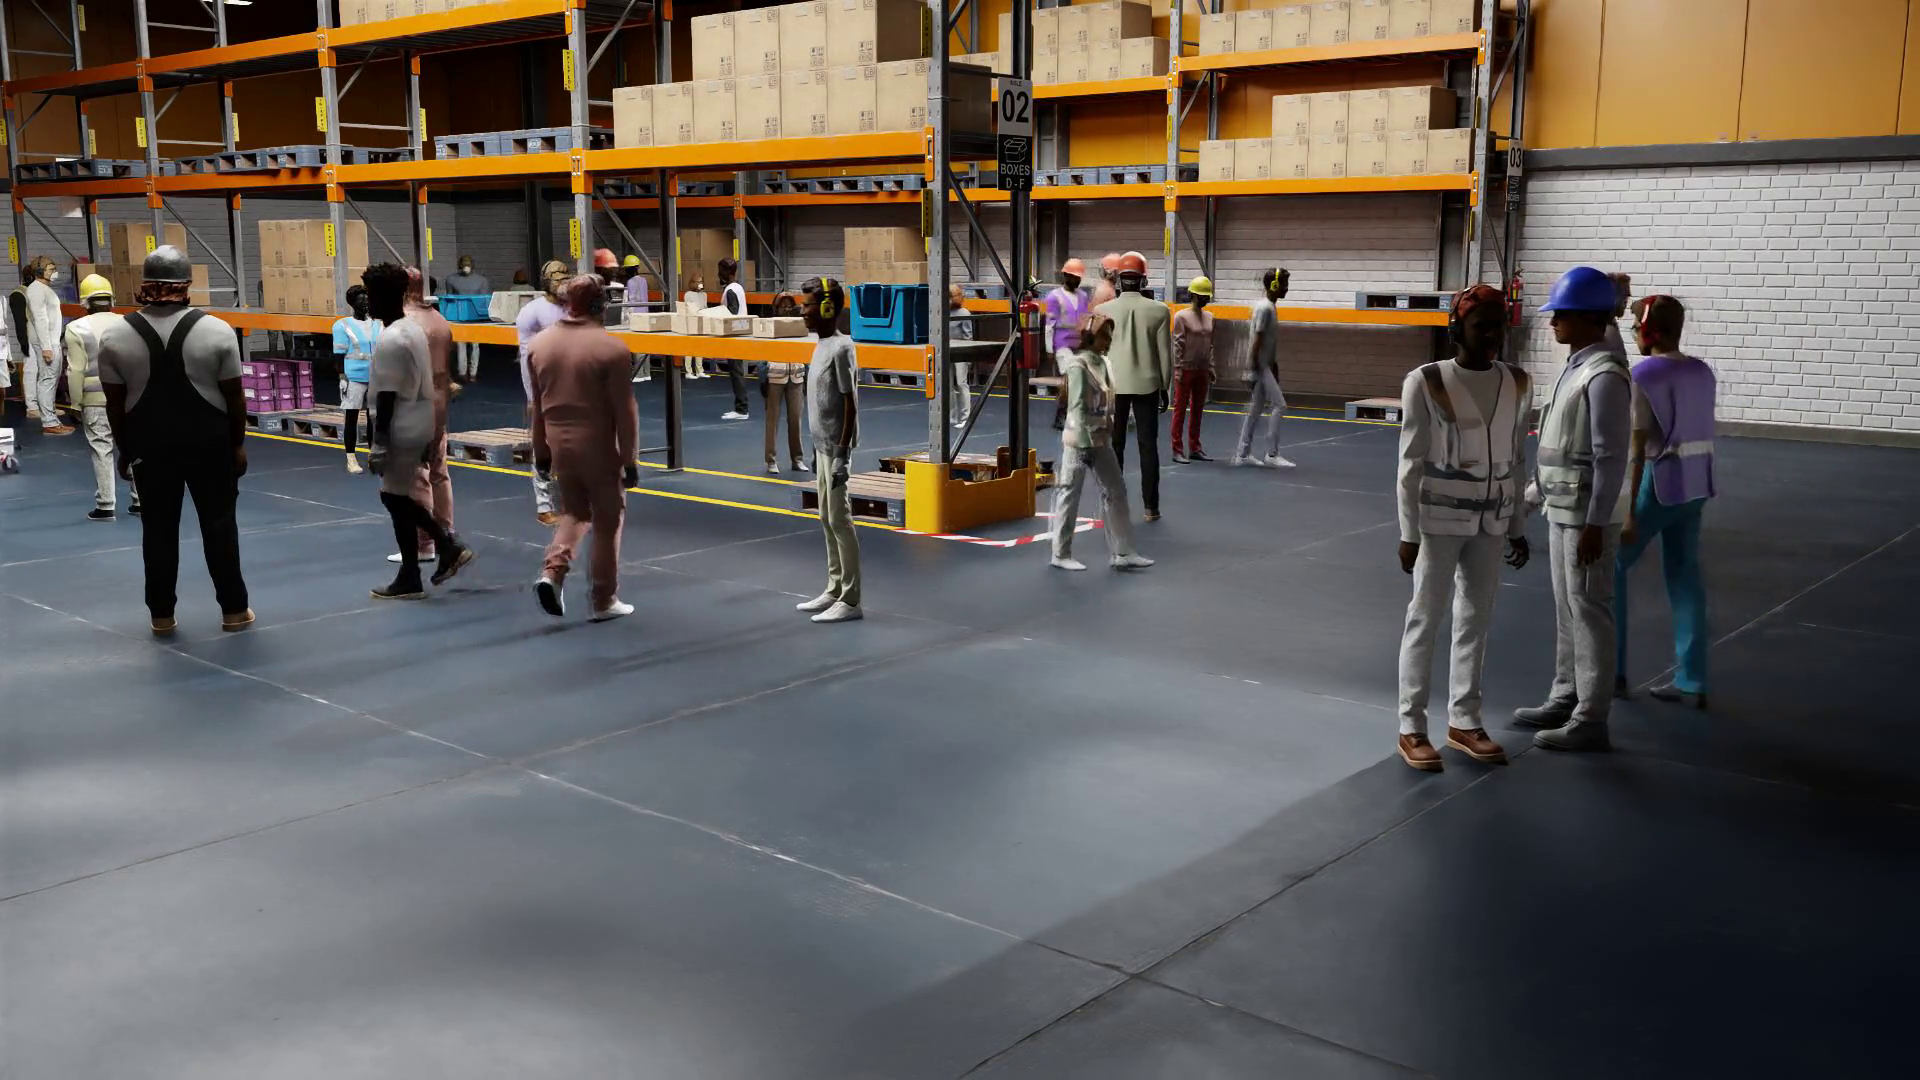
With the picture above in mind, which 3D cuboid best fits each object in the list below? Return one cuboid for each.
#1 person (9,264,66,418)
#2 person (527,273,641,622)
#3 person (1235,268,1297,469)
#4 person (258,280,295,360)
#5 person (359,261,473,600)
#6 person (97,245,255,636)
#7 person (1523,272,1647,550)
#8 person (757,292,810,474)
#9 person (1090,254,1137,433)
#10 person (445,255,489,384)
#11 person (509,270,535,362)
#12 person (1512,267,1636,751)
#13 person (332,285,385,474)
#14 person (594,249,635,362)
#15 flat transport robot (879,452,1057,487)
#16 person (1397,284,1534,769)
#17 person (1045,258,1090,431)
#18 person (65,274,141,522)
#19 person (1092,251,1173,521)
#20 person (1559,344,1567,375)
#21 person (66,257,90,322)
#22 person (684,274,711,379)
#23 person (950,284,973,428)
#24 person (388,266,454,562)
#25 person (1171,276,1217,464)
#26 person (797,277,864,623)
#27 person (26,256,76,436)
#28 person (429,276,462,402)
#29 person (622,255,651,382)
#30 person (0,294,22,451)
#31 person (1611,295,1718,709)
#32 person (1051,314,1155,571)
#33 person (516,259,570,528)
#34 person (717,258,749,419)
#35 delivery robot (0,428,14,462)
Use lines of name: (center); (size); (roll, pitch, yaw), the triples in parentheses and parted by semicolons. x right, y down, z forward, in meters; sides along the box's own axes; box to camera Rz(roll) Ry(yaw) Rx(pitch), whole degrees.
person: (-11.042, -2.378, 19.929); (0.430, 1.835, 0.619); (2, 10, 11)
person: (-2.007, -0.475, 8.917); (0.663, 1.887, 0.496); (5, 11, 25)
person: (2.877, -1.567, 15.271); (0.721, 1.837, 0.559); (2, 10, 13)
person: (-11.410, -3.773, 27.855); (0.591, 1.833, 0.403); (-2, 10, -14)
person: (-3.174, -0.616, 9.544); (0.464, 1.946, 0.614); (-1, 10, -8)
person: (-4.094, -0.522, 8.751); (0.678, 2.000, 0.537); (-3, 10, -16)
person: (4.143, -0.852, 11.125); (0.880, 1.870, 0.691); (1, 10, 5)
person: (-1.587, -1.413, 14.995); (0.515, 1.635, 0.312); (-6, 11, -30)
person: (1.721, -2.146, 18.241); (0.977, 1.946, 0.633); (2, 10, 9)
person: (-7.337, -3.274, 24.792); (0.642, 1.900, 0.959); (-2, 10, -13)
person: (-7.770, -3.972, 29.551); (0.500, 1.636, 0.286); (-8, 13, -39)
person: (2.502, -0.121, 6.732); (0.406, 1.947, 0.606); (1, 10, 7)
person: (-5.385, -1.448, 15.006); (0.318, 1.696, 0.532); (7, 12, 36)
person: (-3.806, -2.086, 17.725); (0.778, 2.019, 0.615); (7, 12, 34)
flat transport robot: (0.052, -0.604, 14.257); (1.431, 0.197, 0.652); (5, 11, 26)
person: (1.968, -0.047, 6.500); (0.576, 1.881, 0.354); (-3, 10, -17)
person: (1.230, -2.139, 18.357); (0.546, 1.902, 0.552); (-9, 13, -41)
person: (-6.337, -1.051, 12.366); (0.404, 1.827, 0.599); (7, 12, 35)
person: (1.268, -1.130, 12.343); (0.608, 1.996, 0.382); (1, 10, 5)
person: (4.553, -1.006, 12.332); (0.406, 1.755, 0.537); (8, 13, 39)
person: (-13.151, -3.306, 25.055); (0.561, 1.876, 1.007); (3, 10, 16)
person: (-4.095, -3.317, 25.862); (0.285, 1.626, 0.495); (6, 12, 32)
person: (-0.057, -2.077, 18.793); (0.302, 1.621, 0.521); (-9, 13, -41)
person: (-3.537, -0.809, 10.773); (0.407, 1.904, 0.655); (2, 10, 11)
person: (2.223, -1.603, 15.713); (0.523, 1.760, 0.329); (-8, 13, -37)
person: (-0.707, -0.480, 9.024); (0.311, 1.862, 0.535); (-3, 11, -19)
person: (-9.872, -2.098, 18.017); (0.359, 1.938, 0.635); (-4, 11, -22)
person: (-6.889, -2.629, 21.801); (0.774, 1.670, 0.534); (2, 10, 13)
person: (-4.917, -3.349, 25.203); (0.397, 1.918, 0.588); (2, 10, 11)
person: (-9.599, -1.822, 16.456); (0.373, 1.933, 0.551); (3, 11, 19)
person: (3.060, -0.179, 7.435); (0.614, 1.810, 0.759); (-6, 11, -30)
person: (0.891, -0.585, 10.331); (0.754, 1.608, 0.541); (6, 12, 30)
person: (-2.926, -1.067, 12.146); (0.362, 1.939, 0.635); (6, 12, 33)
person: (-2.672, -2.386, 19.761); (0.399, 1.910, 0.598); (-1, 10, -4)
delivery robot: (-8.811, -0.887, 14.790); (0.707, 0.478, 0.477); (1, 10, 9)
